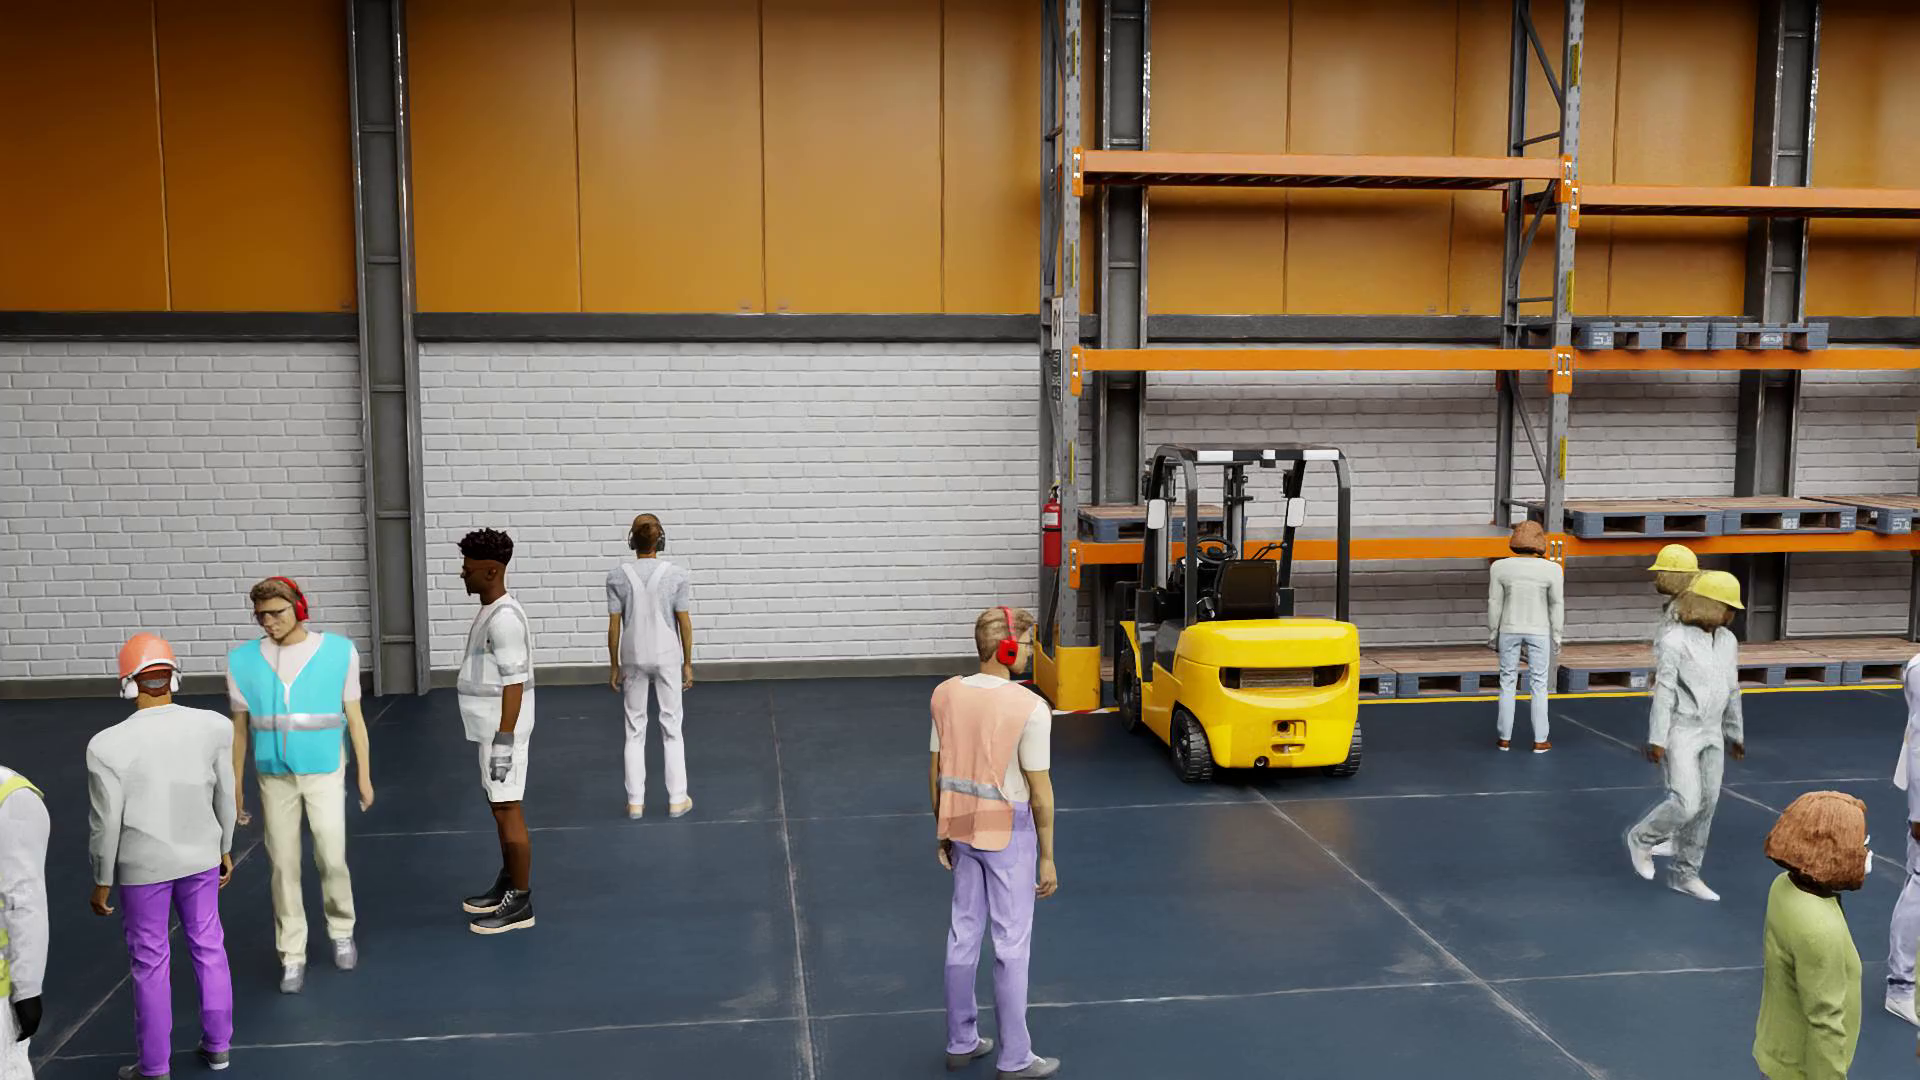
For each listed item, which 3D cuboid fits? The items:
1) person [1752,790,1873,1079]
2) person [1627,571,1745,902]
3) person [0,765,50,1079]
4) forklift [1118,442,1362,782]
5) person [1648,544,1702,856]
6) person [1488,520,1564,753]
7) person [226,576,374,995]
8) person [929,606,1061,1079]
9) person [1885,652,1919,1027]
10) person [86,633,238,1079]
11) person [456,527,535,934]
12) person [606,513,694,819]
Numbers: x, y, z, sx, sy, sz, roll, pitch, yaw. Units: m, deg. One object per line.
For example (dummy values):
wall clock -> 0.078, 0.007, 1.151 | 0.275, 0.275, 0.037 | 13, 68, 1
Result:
person -> 2.330, 1.486, 4.573 | 0.274, 1.632, 0.507 | 2, 7, 15
person -> 3.741, 0.994, 8.534 | 0.519, 1.711, 0.478 | -3, 7, -26
person -> -3.058, 1.342, 5.010 | 0.640, 1.830, 0.429 | 1, 7, 5
forklift -> 1.912, 0.418, 11.496 | 1.214, 2.155, 2.313 | -1, 7, -8
person -> 3.991, 0.891, 9.307 | 0.324, 1.742, 0.492 | 3, 7, 21
person -> 3.968, 0.674, 11.686 | 0.507, 1.631, 0.278 | 3, 7, 22
person -> -2.934, 1.065, 7.399 | 0.607, 1.827, 0.492 | -1, 7, -7
person -> 0.121, 1.173, 6.420 | 0.570, 1.836, 0.383 | 6, 9, 40
person -> 4.141, 1.077, 6.964 | 0.593, 1.911, 0.384 | -3, 7, -28
person -> -3.069, 1.223, 6.399 | 0.338, 1.742, 0.563 | 5, 8, 39
person -> -2.264, 0.915, 8.124 | 0.361, 1.964, 0.614 | -2, 7, -21
person -> -1.863, 0.758, 10.027 | 0.506, 1.847, 0.346 | 0, 7, -4
